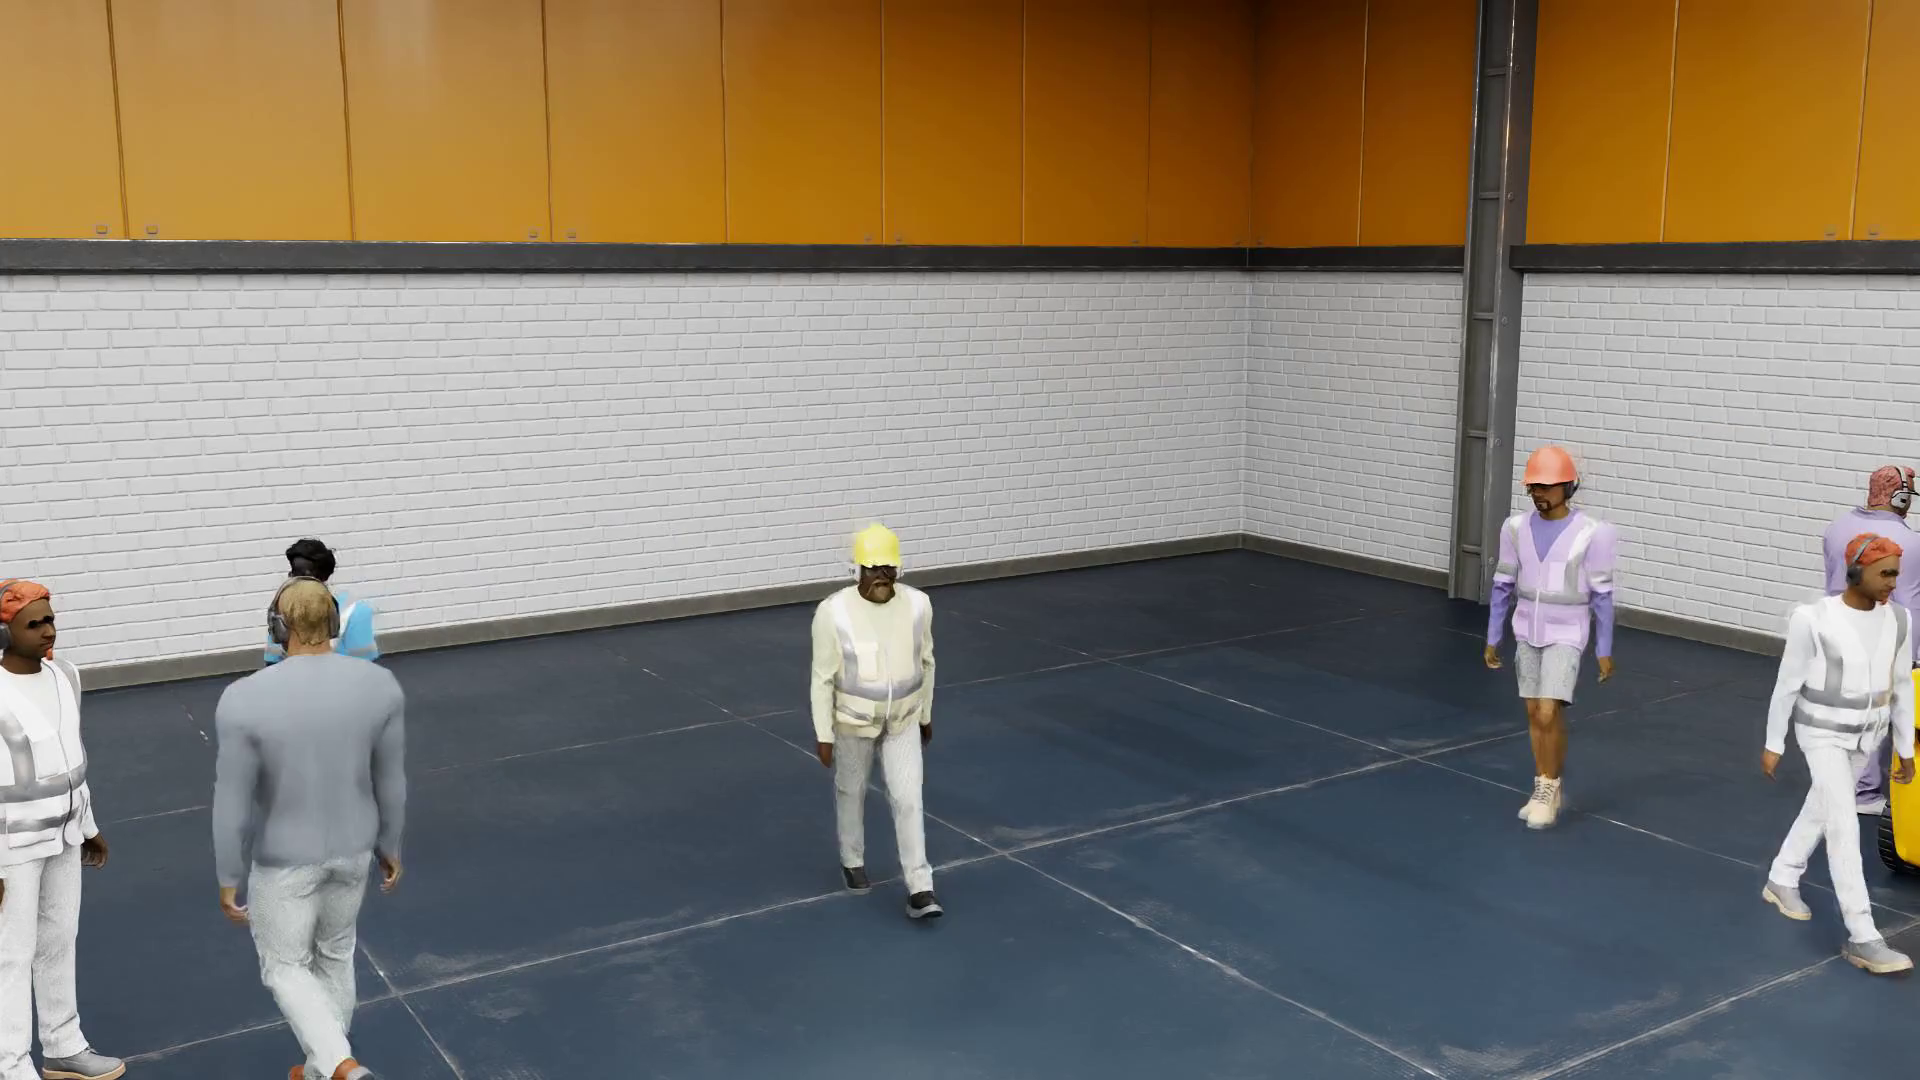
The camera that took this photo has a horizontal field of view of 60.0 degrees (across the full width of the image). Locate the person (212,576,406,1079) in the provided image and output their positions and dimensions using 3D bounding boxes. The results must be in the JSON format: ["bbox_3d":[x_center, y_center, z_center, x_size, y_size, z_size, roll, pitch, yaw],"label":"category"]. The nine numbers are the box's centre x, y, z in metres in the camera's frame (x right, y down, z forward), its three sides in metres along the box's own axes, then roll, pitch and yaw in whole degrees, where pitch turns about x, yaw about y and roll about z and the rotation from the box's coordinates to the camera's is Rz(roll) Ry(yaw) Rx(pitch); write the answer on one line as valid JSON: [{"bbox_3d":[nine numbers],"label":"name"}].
[{"bbox_3d":[-2.136,1.090,5.624,0.670,1.912,0.740,-9,13,-42],"label":"person"}]

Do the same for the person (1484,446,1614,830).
[{"bbox_3d":[3.049,0.518,8.729,0.598,2.023,0.649,-8,12,-39],"label":"person"}]

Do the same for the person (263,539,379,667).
[{"bbox_3d":[-3.120,0.819,8.026,0.552,1.648,0.868,2,10,12],"label":"person"}]

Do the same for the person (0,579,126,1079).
[{"bbox_3d":[-3.241,1.069,5.839,0.353,1.883,0.572,2,10,9],"label":"person"}]

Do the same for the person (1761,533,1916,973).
[{"bbox_3d":[3.856,0.870,7.233,0.591,1.825,0.994,-2,10,-12],"label":"person"}]

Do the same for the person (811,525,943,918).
[{"bbox_3d":[-0.366,0.827,7.576,0.625,1.786,0.898,-3,10,-19],"label":"person"}]

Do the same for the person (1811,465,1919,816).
[{"bbox_3d":[4.951,0.538,9.001,0.404,1.900,0.641,-2,10,-15],"label":"person"}]

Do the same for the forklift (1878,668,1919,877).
[{"bbox_3d":[5.511,0.571,7.906,2.313,2.155,1.214,-6,11,-33],"label":"forklift"}]
